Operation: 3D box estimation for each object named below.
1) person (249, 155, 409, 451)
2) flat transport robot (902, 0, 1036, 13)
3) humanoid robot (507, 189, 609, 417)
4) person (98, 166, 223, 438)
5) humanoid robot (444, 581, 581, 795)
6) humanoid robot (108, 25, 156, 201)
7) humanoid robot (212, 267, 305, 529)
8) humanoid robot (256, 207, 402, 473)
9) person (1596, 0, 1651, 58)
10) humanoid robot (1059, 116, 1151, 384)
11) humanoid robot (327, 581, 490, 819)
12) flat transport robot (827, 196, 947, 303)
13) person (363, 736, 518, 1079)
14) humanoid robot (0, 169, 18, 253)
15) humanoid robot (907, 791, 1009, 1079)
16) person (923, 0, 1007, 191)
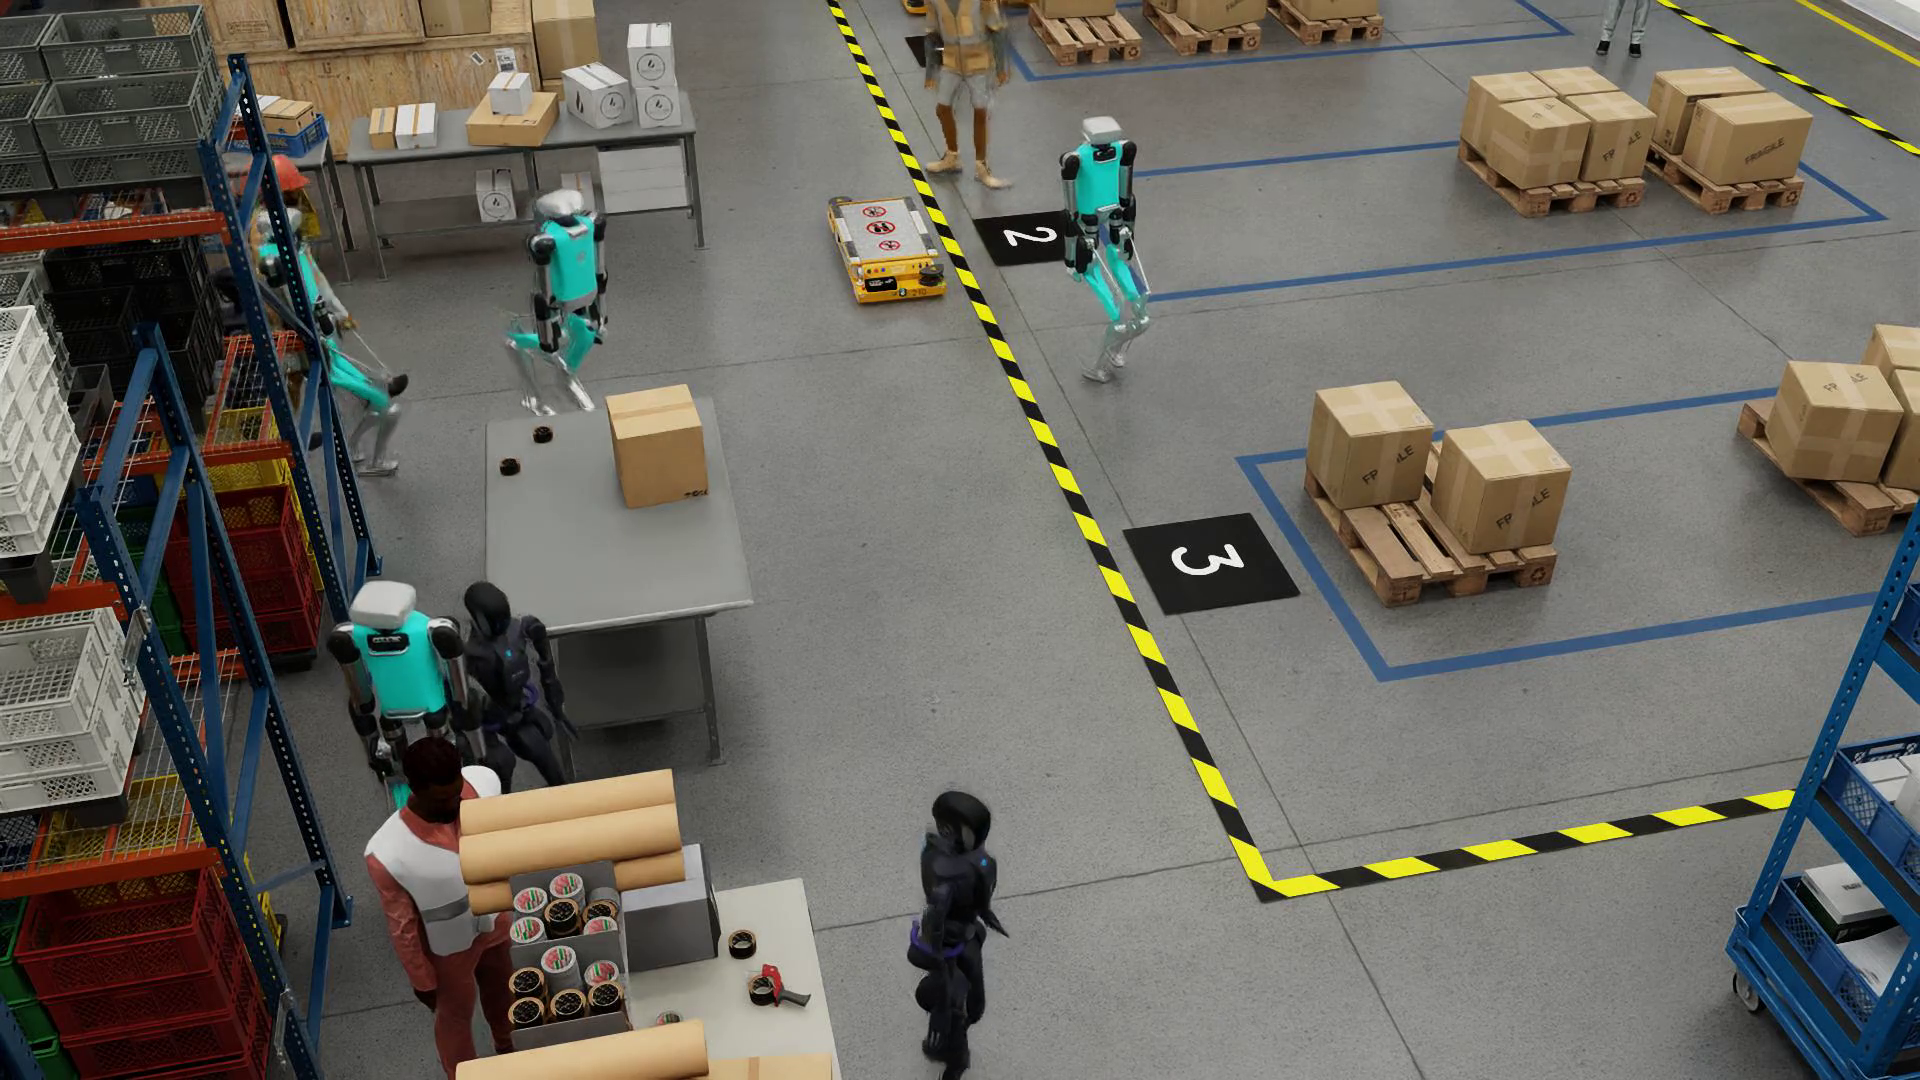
[{"bbox_3d":[-3.933,-1.445,10.136,0.981,1.885,0.554,-24,43,-29],"label":"person"},{"bbox_3d":[0.109,-5.686,17.173,1.431,0.197,0.652,-8,37,-10],"label":"flat transport robot"},{"bbox_3d":[-2.510,-1.362,10.193,1.039,1.770,0.548,24,43,29],"label":"humanoid robot"},{"bbox_3d":[-4.949,-1.475,10.228,0.500,1.836,0.338,26,44,30],"label":"person"},{"bbox_3d":[-1.925,0.860,7.225,0.569,1.642,0.589,24,43,29],"label":"humanoid robot"},{"bbox_3d":[-6.194,-3.054,12.503,0.693,1.637,0.598,-16,40,-20],"label":"humanoid robot"},{"bbox_3d":[-3.976,-0.795,9.444,0.327,1.653,0.609,-9,38,-12],"label":"humanoid robot"},{"bbox_3d":[-3.609,-1.135,9.845,0.746,1.771,0.531,-3,37,-4],"label":"humanoid robot"},{"bbox_3d":[6.401,-5.447,15.571,0.586,1.824,0.404,11,38,14],"label":"person"},{"bbox_3d":[1.000,-1.750,10.684,0.539,1.797,0.800,-18,40,-22],"label":"humanoid robot"},{"bbox_3d":[-2.262,1.048,6.949,0.548,1.832,0.658,-1,37,-2],"label":"humanoid robot"},{"bbox_3d":[-0.570,-2.220,12.538,0.659,0.231,1.431,-8,37,-10],"label":"flat transport robot"},{"bbox_3d":[-1.855,1.450,6.229,0.392,1.913,0.587,19,41,24],"label":"person"},{"bbox_3d":[-6.583,-2.046,11.076,0.897,1.773,0.543,11,38,15],"label":"humanoid robot"},{"bbox_3d":[-0.026,1.558,6.307,0.377,1.647,0.608,11,38,14],"label":"humanoid robot"},{"bbox_3d":[0.053,-3.736,13.149,0.721,1.987,0.379,12,38,16],"label":"person"}]
